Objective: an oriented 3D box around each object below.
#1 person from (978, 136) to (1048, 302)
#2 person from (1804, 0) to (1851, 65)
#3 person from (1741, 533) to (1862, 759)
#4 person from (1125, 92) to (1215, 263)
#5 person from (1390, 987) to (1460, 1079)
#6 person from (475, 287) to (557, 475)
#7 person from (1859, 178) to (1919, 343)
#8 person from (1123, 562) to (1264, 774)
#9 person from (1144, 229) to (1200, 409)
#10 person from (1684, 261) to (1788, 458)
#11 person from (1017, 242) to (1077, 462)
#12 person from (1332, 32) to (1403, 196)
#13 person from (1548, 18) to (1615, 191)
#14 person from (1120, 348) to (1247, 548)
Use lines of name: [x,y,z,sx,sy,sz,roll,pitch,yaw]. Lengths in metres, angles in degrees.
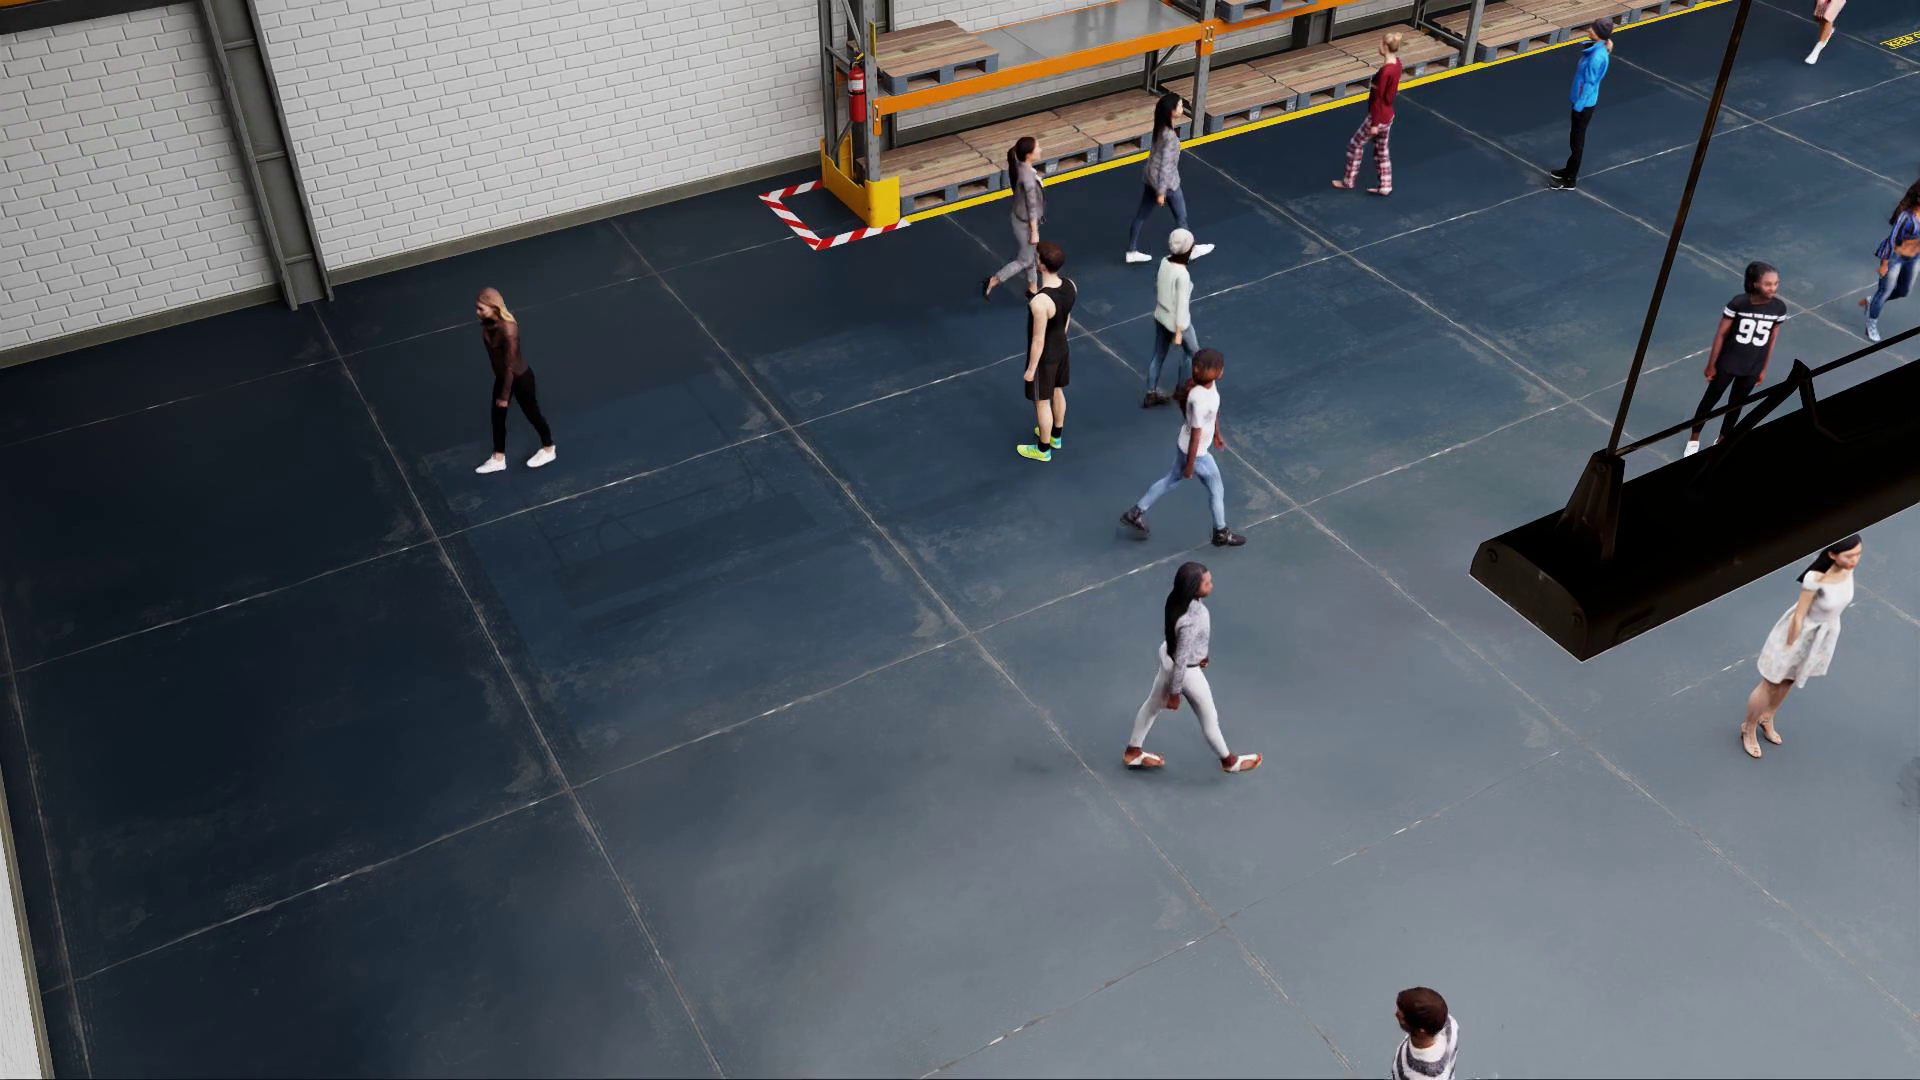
person: [0.517,-2.820,14.967,1.027,1.661,0.825,-6,39,-8]
person: [10.330,-6.541,19.544,1.092,1.764,0.769,-30,47,-32]
person: [5.334,0.644,10.539,0.550,1.774,0.689,-19,43,-23]
person: [1.794,-3.348,15.601,1.163,1.696,0.878,-7,39,-9]
person: [2.236,2.777,7.847,1.197,1.801,1.179,11,40,13]
person: [-3.403,-1.271,13.013,0.923,1.679,0.707,-27,46,-30]
person: [8.229,-2.497,14.604,0.769,1.610,0.818,-10,40,-13]
person: [1.289,0.827,10.382,1.203,1.684,1.012,2,39,2]
person: [1.681,-1.794,13.707,0.751,1.631,0.635,-17,42,-20]
person: [6.139,-1.389,13.124,0.702,1.725,0.777,6,39,7]
person: [0.688,-1.477,13.102,0.839,1.890,0.688,22,44,26]
person: [4.302,-4.258,16.749,0.933,1.685,0.916,19,42,22]
person: [6.332,-4.425,16.868,0.753,1.797,0.668,14,41,16]
person: [1.635,-0.660,12.250,1.232,1.677,1.045,5,39,6]
